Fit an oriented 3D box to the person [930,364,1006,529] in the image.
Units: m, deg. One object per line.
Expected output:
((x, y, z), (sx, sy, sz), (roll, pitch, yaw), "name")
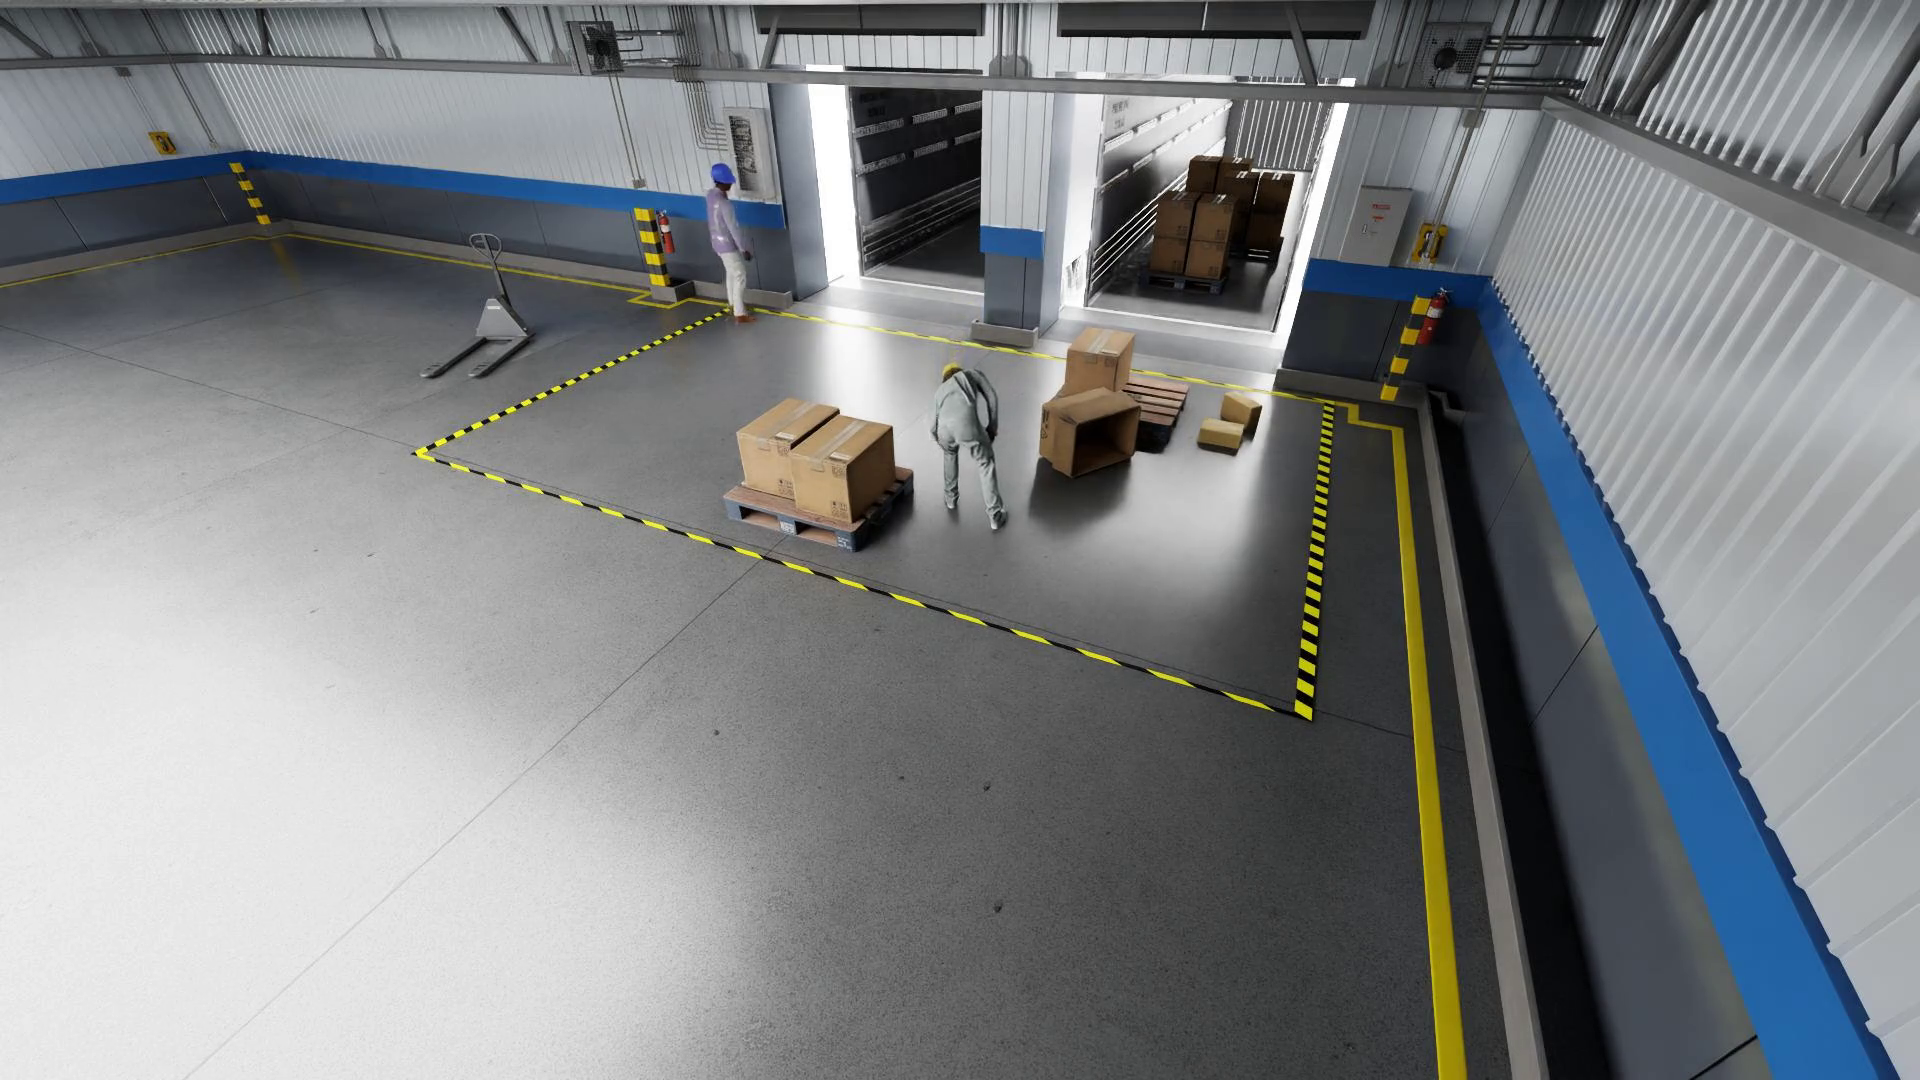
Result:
((0.070, -0.787, 5.837), (0.873, 1.123, 0.755), (20, 40, 25), "person")

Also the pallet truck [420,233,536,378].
((-5.664, -2.712, 8.427), (0.680, 1.201, 1.601), (0, 35, -1), "pallet truck")

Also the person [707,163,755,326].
((-2.906, -3.718, 9.265), (0.439, 1.915, 0.642), (-20, 40, -25), "person")
